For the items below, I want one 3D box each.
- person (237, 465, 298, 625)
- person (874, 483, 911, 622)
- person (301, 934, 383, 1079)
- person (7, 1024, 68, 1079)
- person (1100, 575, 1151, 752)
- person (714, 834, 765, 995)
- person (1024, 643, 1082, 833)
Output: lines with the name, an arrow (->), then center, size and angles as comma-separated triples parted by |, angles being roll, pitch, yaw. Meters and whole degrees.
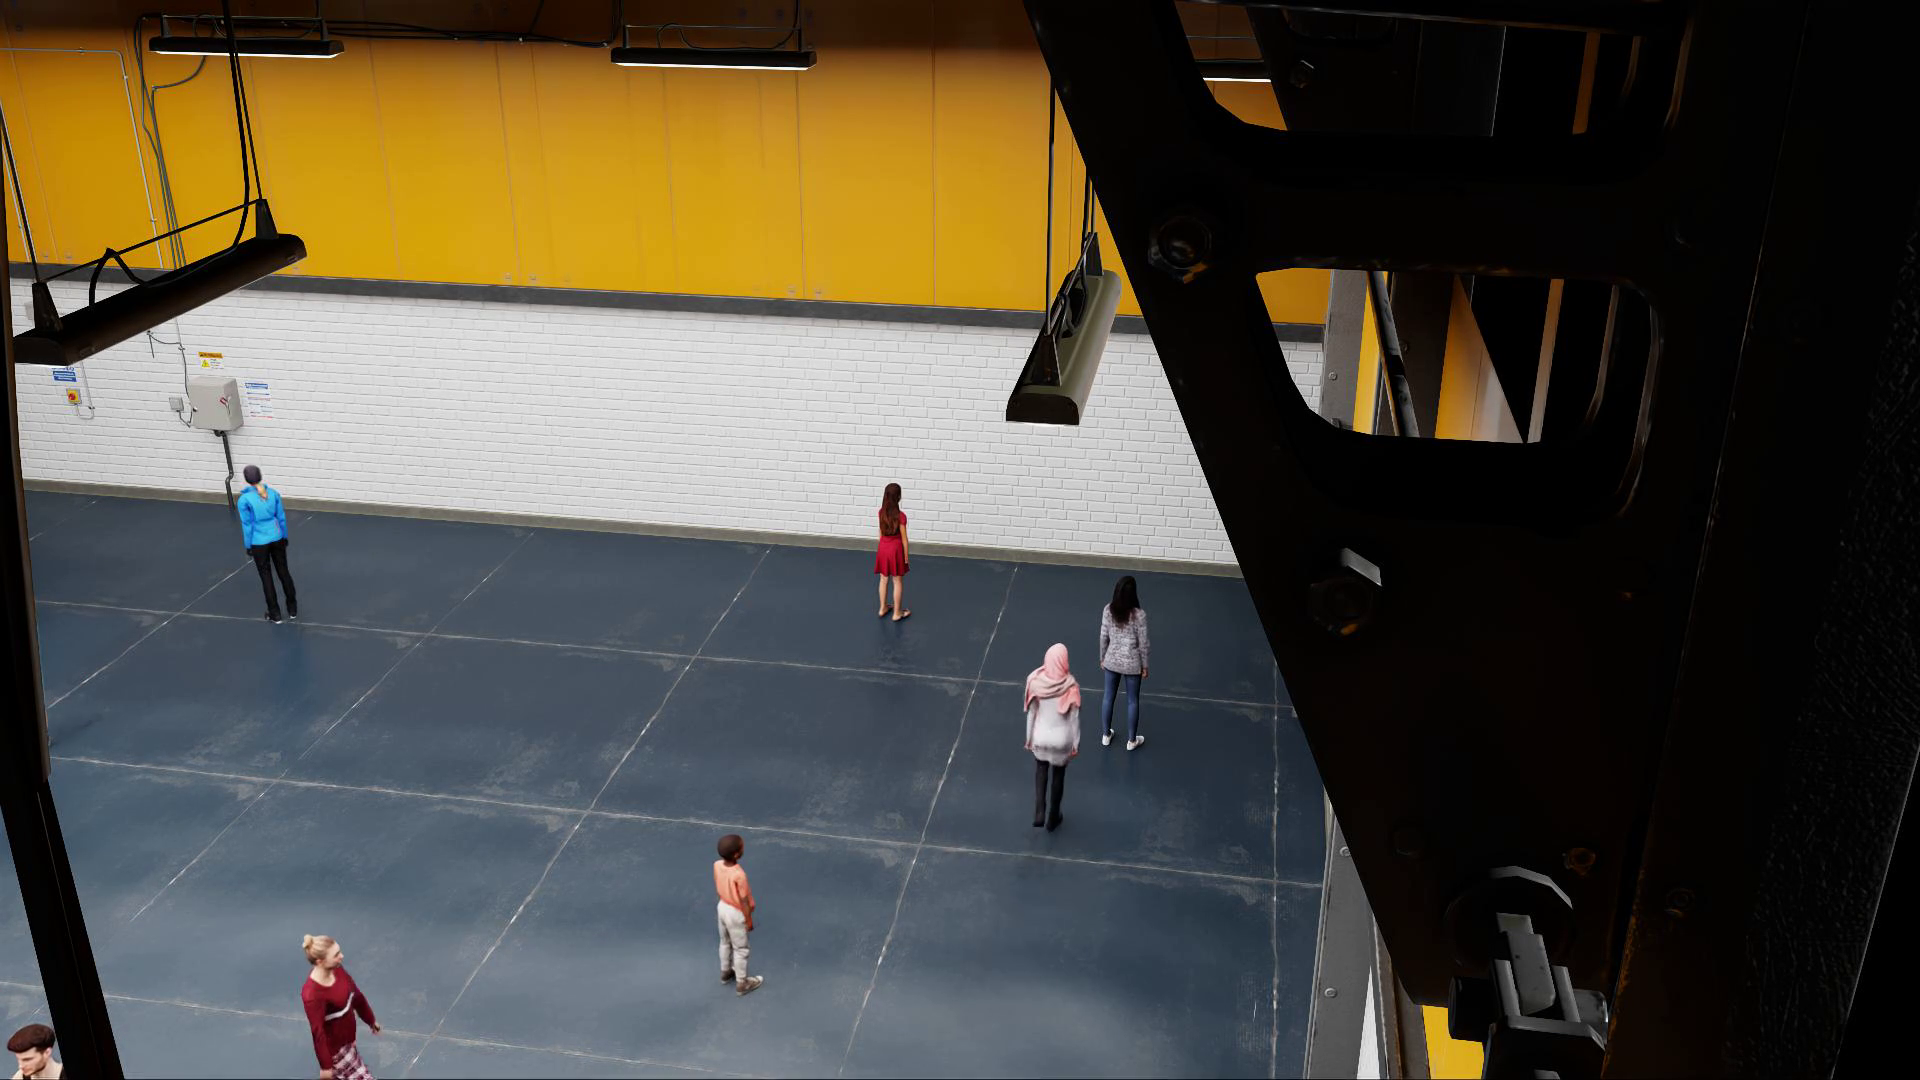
person -> -7.456, 0.032, 17.901 | 0.671, 1.800, 0.753 | -19, 30, -37
person -> -0.739, 0.115, 18.023 | 0.629, 1.551, 0.690 | 13, 27, 27
person -> -4.086, 3.240, 10.707 | 0.805, 1.685, 0.750 | -3, 24, -7
person -> -5.180, 3.586, 9.660 | 0.713, 1.890, 0.590 | 2, 24, 4
person -> 1.518, 1.128, 15.480 | 0.671, 1.732, 0.604 | 10, 26, 22
person -> -1.682, 2.750, 12.297 | 0.575, 1.309, 0.611 | 21, 31, 39
person -> 0.762, 1.726, 14.039 | 0.660, 1.791, 0.766 | 6, 24, 14
